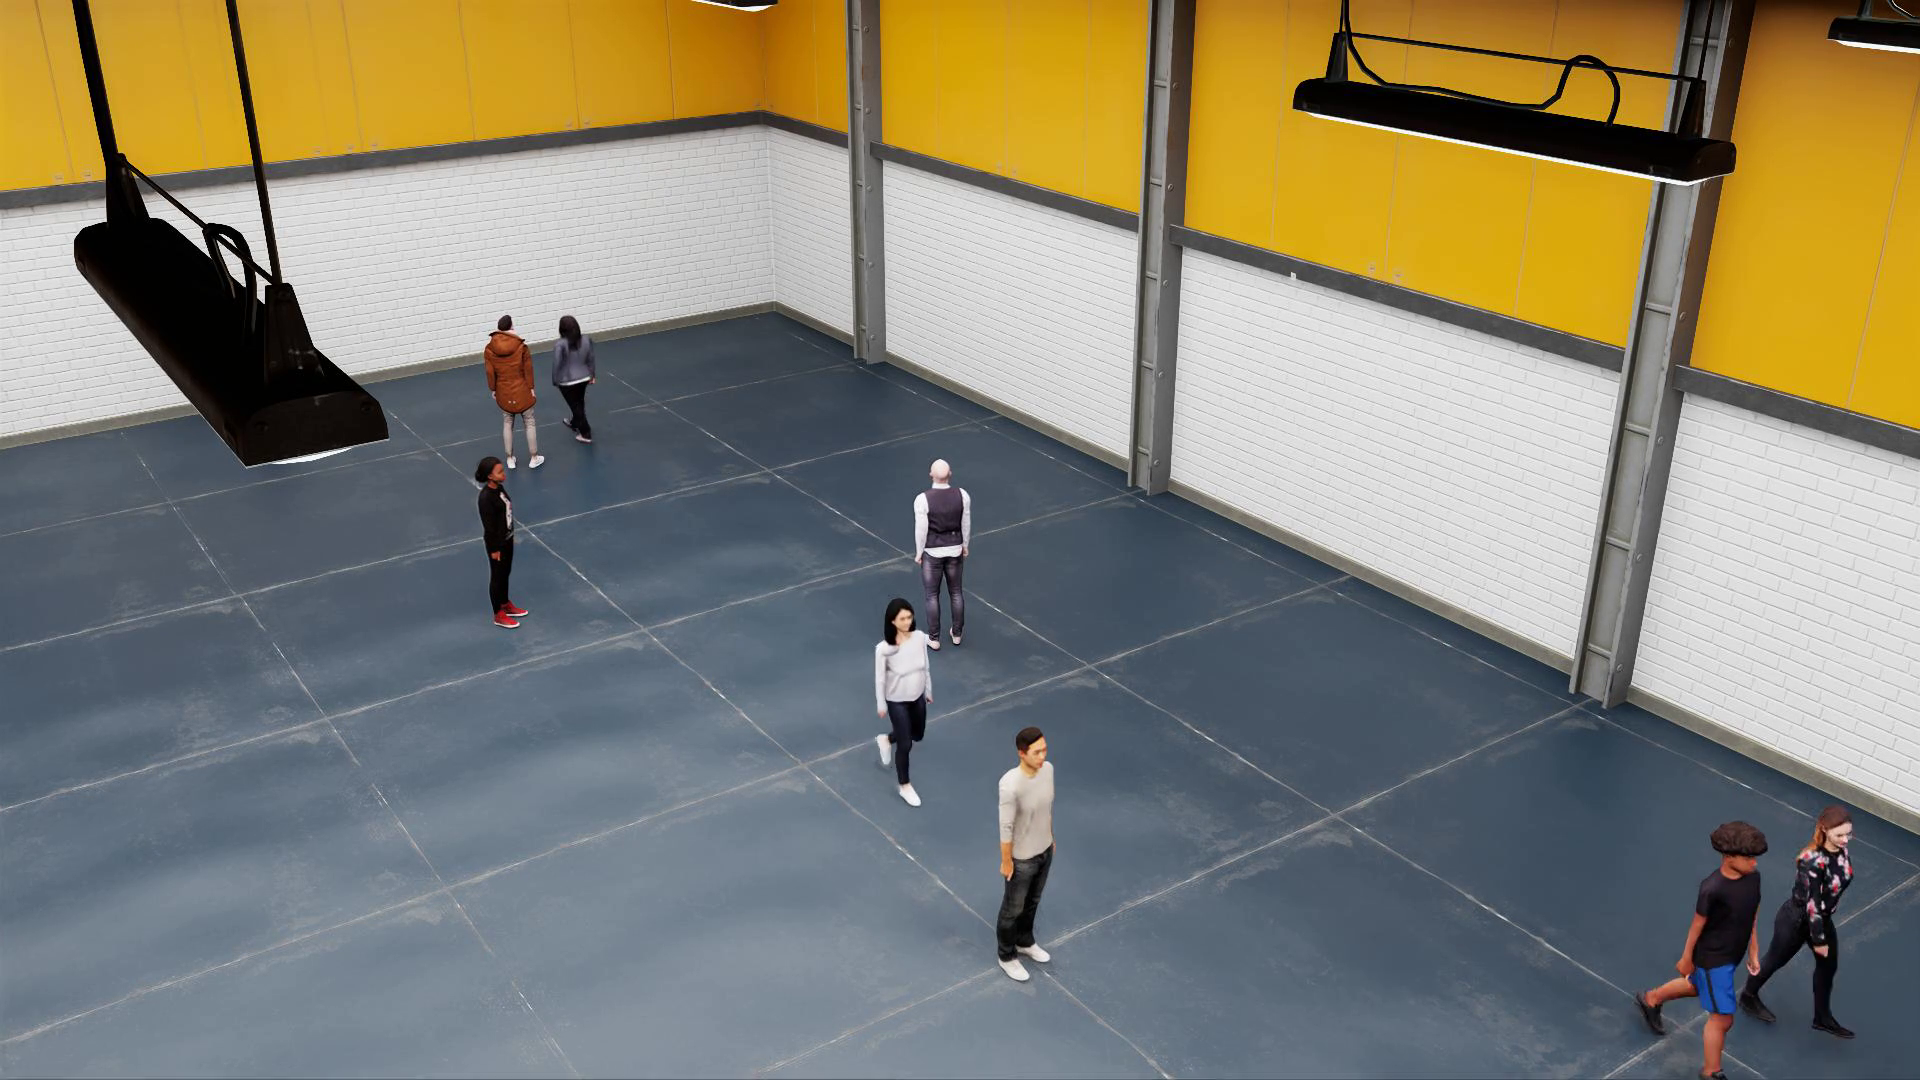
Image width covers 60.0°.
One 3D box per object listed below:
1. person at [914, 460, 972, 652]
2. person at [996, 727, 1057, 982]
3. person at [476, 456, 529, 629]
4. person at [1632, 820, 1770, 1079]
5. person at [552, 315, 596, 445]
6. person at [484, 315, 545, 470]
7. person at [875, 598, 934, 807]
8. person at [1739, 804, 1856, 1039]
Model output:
[{"bbox_3d":[-0.164,0.126,15.164,0.741,1.824,0.679,-9,25,-20],"label":"person"},{"bbox_3d":[0.424,2.009,10.873,0.625,1.810,0.713,19,30,37],"label":"person"},{"bbox_3d":[-4.339,0.001,15.637,0.733,1.675,0.657,2,24,5],"label":"person"},{"bbox_3d":[4.474,2.424,9.989,0.636,1.758,1.122,-14,27,-29],"label":"person"},{"bbox_3d":[-4.646,-1.928,20.174,1.005,1.574,0.836,17,29,33],"label":"person"},{"bbox_3d":[-5.193,-1.725,19.379,0.851,1.839,0.893,0,24,0],"label":"person"},{"bbox_3d":[-0.470,1.196,12.895,0.631,1.680,0.922,-16,29,-33],"label":"person"},{"bbox_3d":[5.186,2.318,10.364,0.603,1.652,0.861,-17,29,-33],"label":"person"}]
